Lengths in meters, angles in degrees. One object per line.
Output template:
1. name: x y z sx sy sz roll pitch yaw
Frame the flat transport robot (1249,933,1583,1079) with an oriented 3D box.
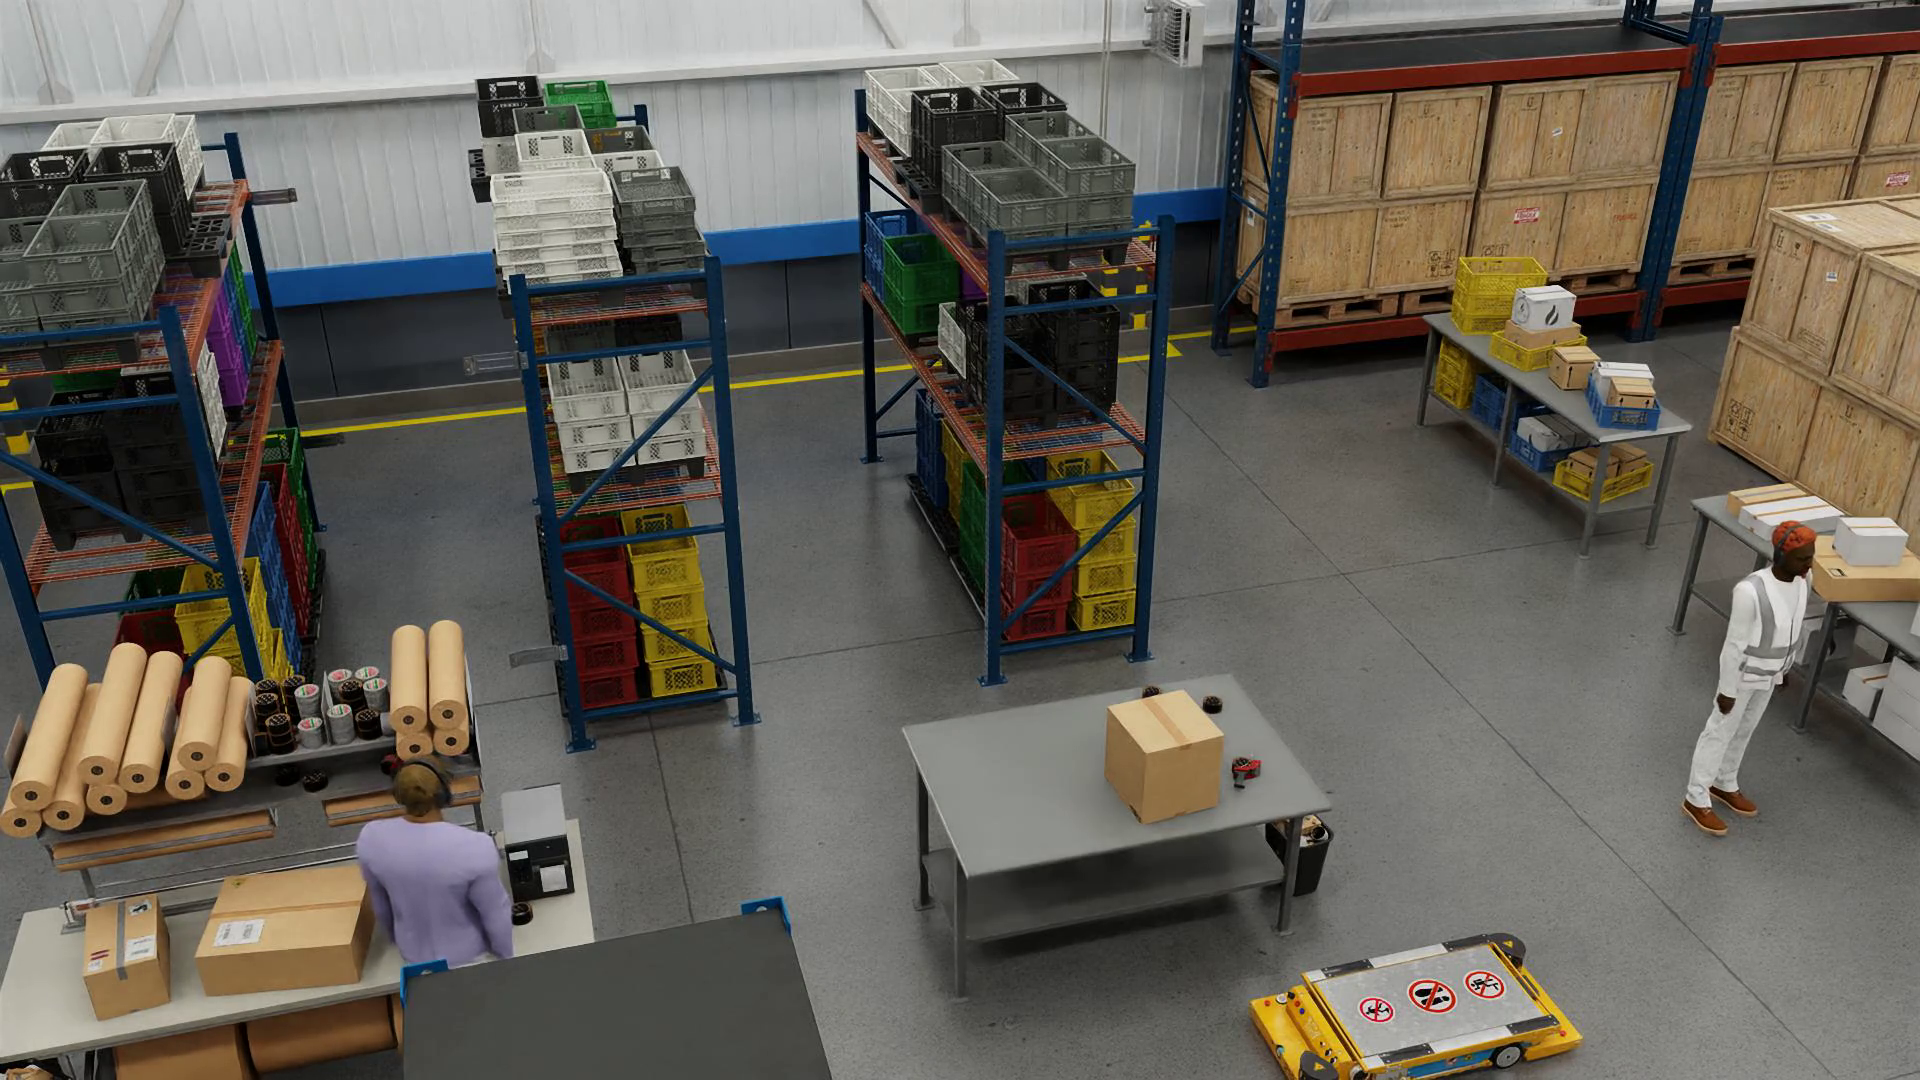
1. flat transport robot: 2.184 2.282 7.980 1.431 0.197 0.652 -8 30 -14

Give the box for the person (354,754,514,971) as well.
1. person: -2.228 1.760 7.223 0.629 1.931 0.368 5 29 9

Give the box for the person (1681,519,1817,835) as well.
1. person: 4.355 0.741 9.124 0.573 1.883 0.356 -17 33 -28
